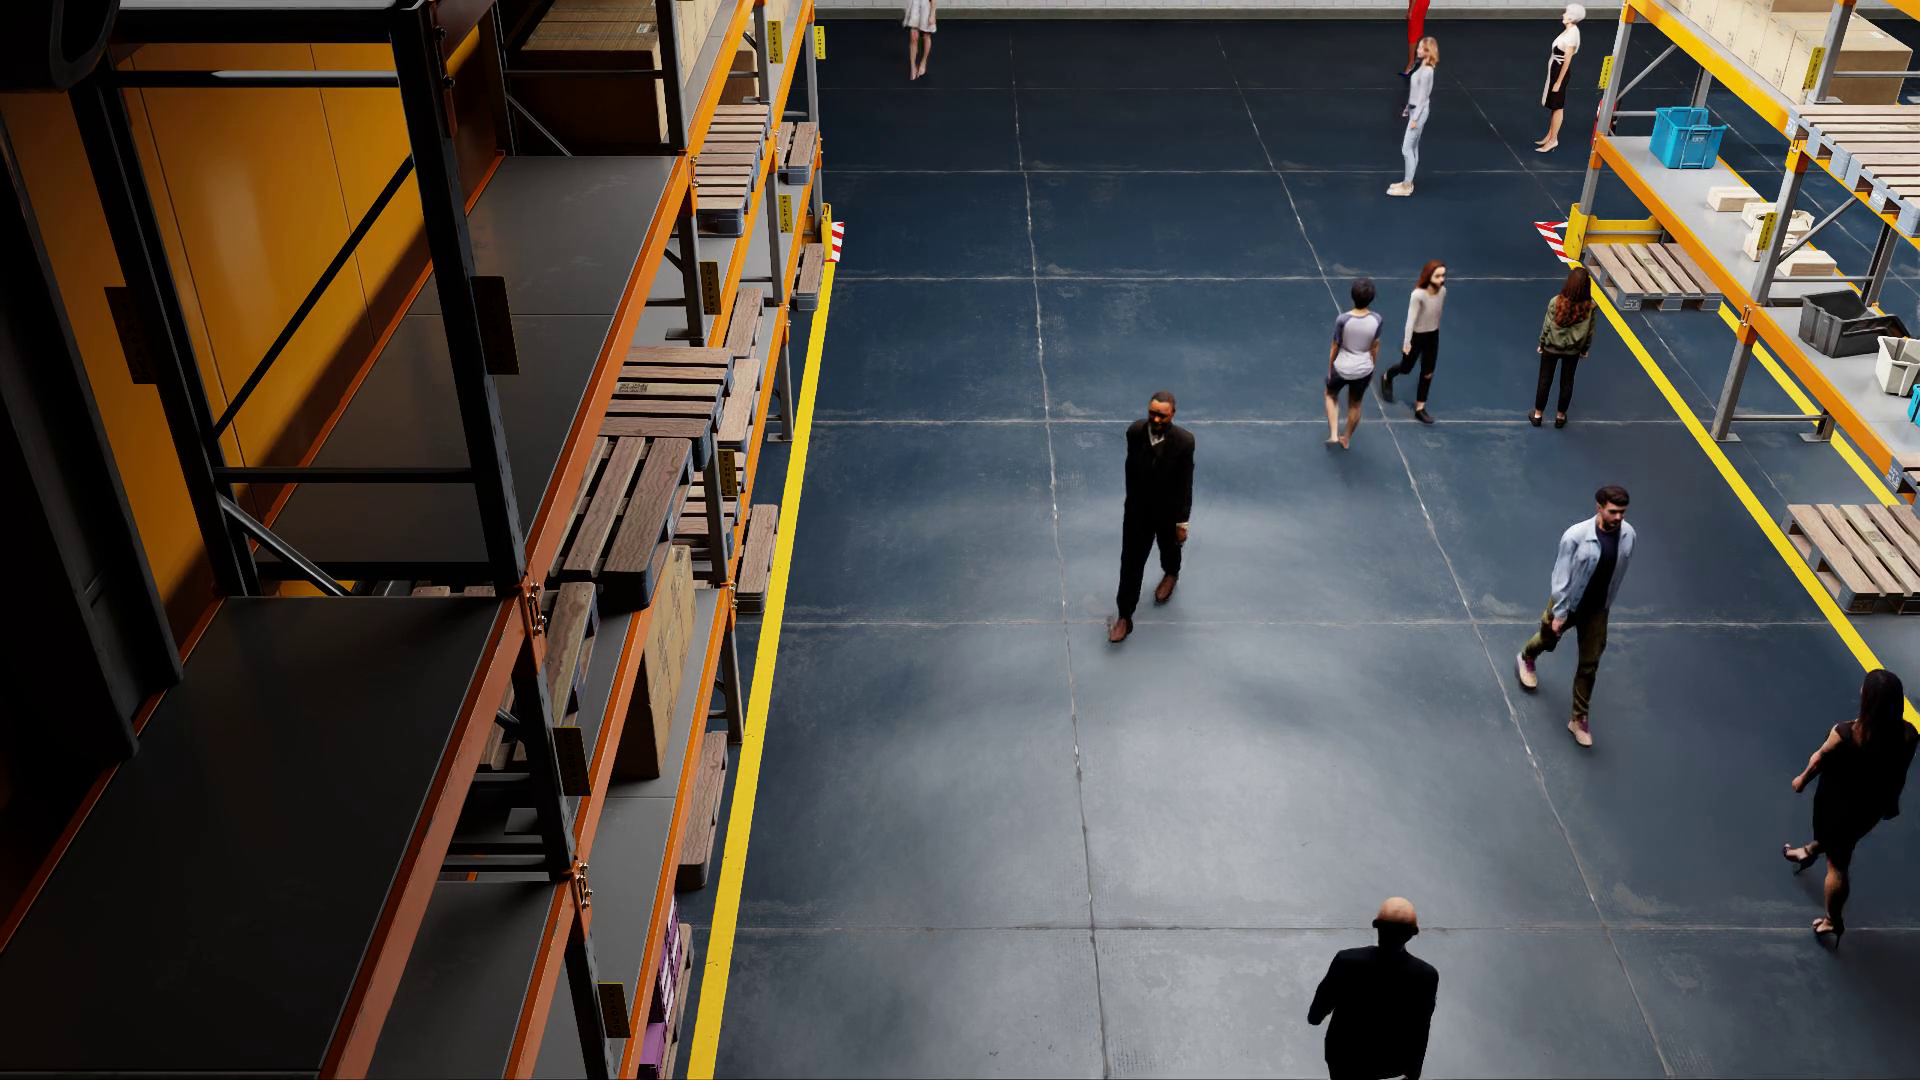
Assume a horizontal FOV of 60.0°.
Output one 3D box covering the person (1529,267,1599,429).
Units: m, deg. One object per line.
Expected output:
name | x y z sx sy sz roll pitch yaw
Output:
person | 5.182 -1.656 14.293 0.625 1.475 0.562 6 34 9

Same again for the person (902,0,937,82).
person | -0.486 -6.992 22.087 0.758 1.734 0.894 15 37 22

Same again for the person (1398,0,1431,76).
person | 6.134 -7.118 22.269 0.705 1.744 0.602 20 39 27

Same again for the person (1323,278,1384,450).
person | 3.290 -1.419 13.866 0.572 1.553 0.583 1 34 2

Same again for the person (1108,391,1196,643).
person | 1.443 -0.253 11.843 1.075 1.852 1.394 15 36 21

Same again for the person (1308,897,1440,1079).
person | 1.914 2.477 7.834 0.713 1.742 1.195 2 34 3

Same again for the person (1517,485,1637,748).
person | 4.033 0.385 10.955 0.740 1.772 1.198 -3 34 -4

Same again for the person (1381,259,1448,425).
person | 3.972 -1.781 14.493 0.815 1.462 1.032 -14 36 -20

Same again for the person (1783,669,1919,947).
person | 5.016 1.555 9.284 0.737 1.672 1.012 -6 34 -9

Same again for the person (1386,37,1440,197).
person | 5.168 -4.755 18.665 0.730 1.796 0.610 10 35 15

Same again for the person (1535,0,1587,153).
person | 7.172 -5.509 19.837 0.743 1.756 0.573 10 35 14
